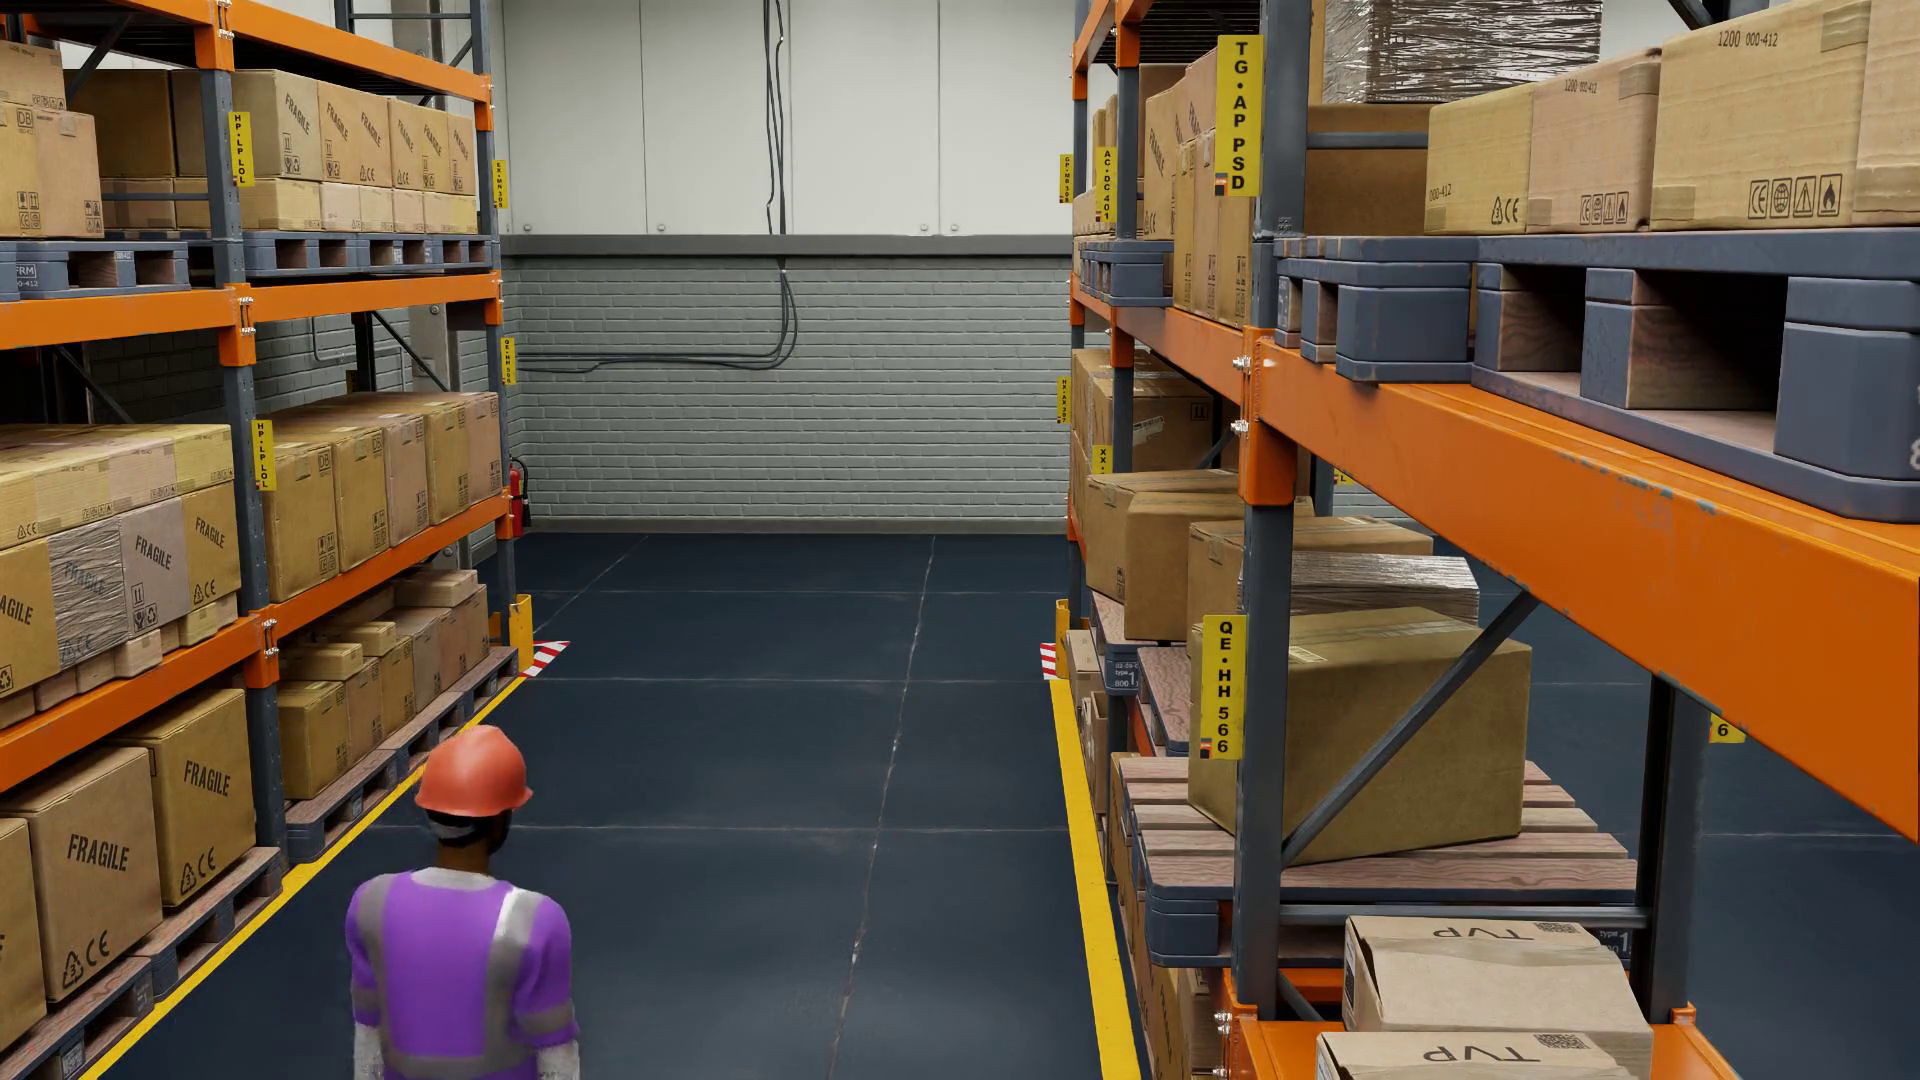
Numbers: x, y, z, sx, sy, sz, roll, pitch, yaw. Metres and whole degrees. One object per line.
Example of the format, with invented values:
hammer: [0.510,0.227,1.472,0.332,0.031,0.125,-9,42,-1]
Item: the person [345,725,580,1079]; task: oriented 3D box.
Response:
person: [-1.167,1.385,3.963,0.563,1.916,0.456,1,10,8]
